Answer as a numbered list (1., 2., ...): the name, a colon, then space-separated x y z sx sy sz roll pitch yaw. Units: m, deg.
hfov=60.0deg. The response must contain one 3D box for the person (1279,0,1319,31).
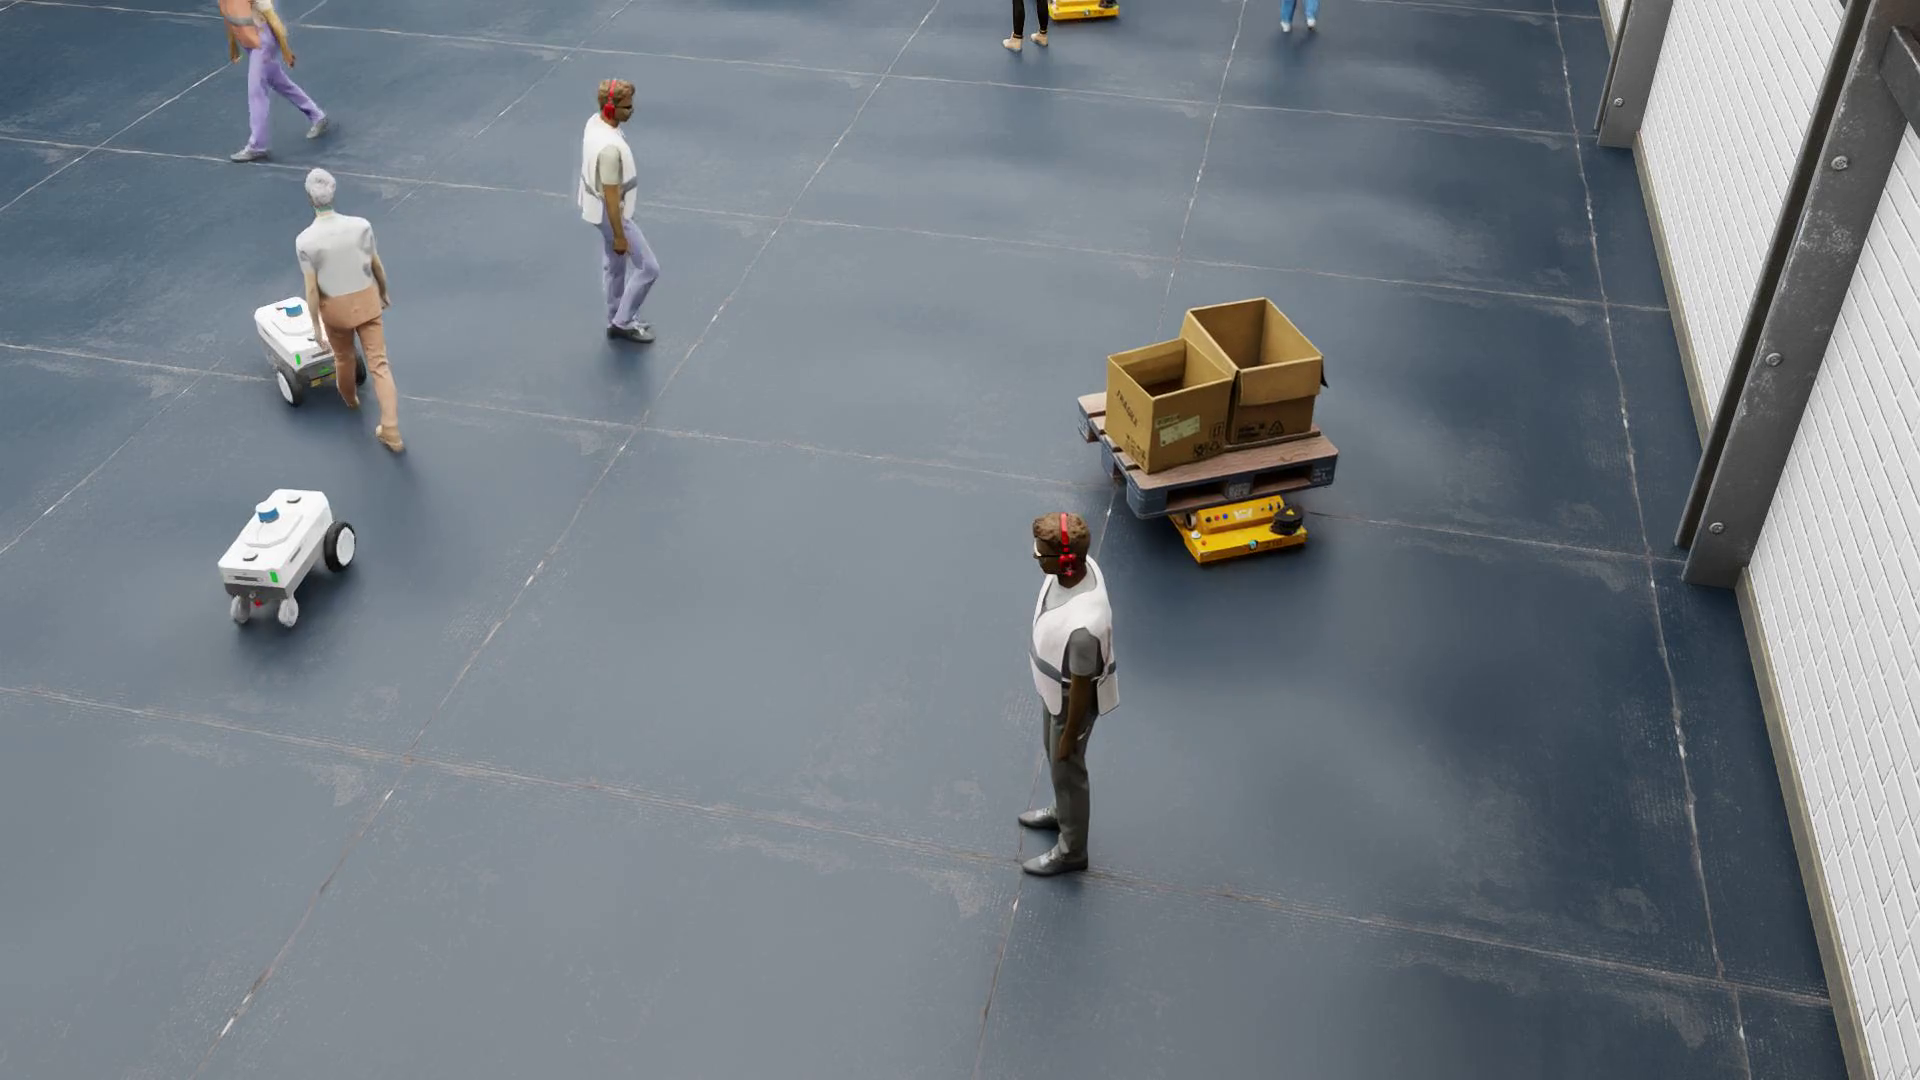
1. person: 3.198 -5.568 15.452 0.517 1.713 0.449 -2 37 -2

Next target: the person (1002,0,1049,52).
1. person: 0.618 -5.321 15.153 0.530 1.691 0.322 -19 41 -23

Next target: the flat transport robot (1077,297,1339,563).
1. flat transport robot: 1.424 -0.396 9.749 0.659 0.231 1.431 -10 38 -14

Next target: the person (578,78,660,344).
1. person: -2.195 -2.089 10.712 0.479 1.819 0.592 -11 38 -15

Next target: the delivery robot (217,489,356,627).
1. delivery robot: -3.640 0.057 8.891 0.499 0.580 0.756 4 37 5

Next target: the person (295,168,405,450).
1. person: -3.655 -1.420 9.921 0.499 1.703 0.845 -20 41 -25

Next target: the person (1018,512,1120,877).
1. person: 0.461 0.651 7.043 0.403 1.832 0.568 -3 37 -4

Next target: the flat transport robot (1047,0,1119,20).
1. flat transport robot: 1.073 -5.540 16.632 0.659 0.231 1.431 -8 37 -10

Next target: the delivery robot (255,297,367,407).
1. delivery robot: -4.197 -1.237 10.651 0.499 0.614 0.815 -27 44 -31

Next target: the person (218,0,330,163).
1. person: -5.573 -3.969 13.261 0.560 1.793 0.909 29 45 33
